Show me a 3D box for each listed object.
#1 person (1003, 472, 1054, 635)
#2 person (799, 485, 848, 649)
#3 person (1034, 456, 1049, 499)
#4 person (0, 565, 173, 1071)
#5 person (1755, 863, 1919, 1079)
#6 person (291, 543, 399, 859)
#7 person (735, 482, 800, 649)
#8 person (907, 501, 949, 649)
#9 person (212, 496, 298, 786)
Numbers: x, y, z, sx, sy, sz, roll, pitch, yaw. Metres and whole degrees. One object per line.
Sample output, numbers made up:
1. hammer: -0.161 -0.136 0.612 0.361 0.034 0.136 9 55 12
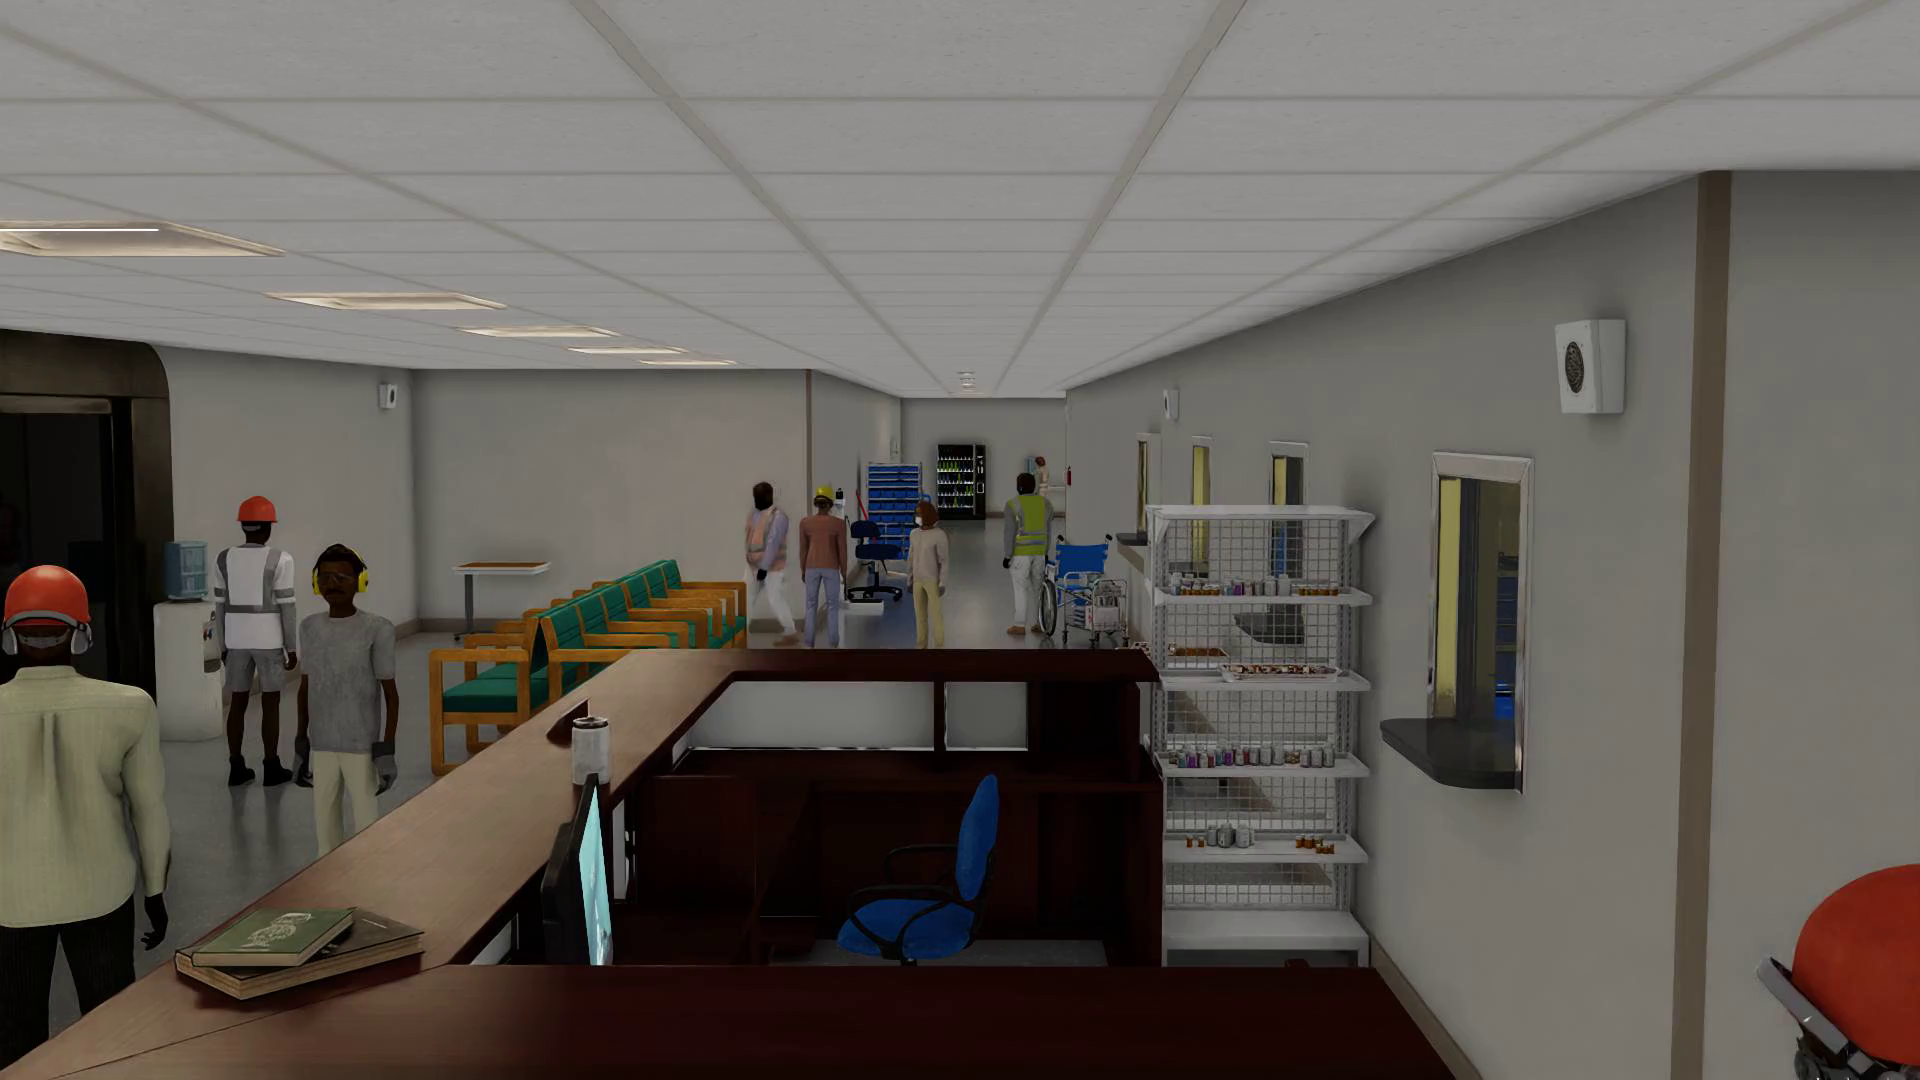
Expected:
1. person: 0.752 0.157 18.862 0.621 1.845 0.430 -2 5 -28
2. person: -1.420 0.311 17.307 0.521 1.758 0.346 1 4 10
3. person: 1.829 -1.061 37.355 0.314 1.639 0.514 3 5 34
4. person: -2.701 1.070 4.976 0.622 1.992 0.396 -3 5 -32
5. person: 0.932 1.309 1.709 0.407 1.985 0.621 1 4 19
6. person: -2.785 0.950 7.501 0.532 1.876 0.319 1 4 14
7. person: -2.054 0.272 17.677 0.635 1.794 0.835 3 5 40
8. person: -0.331 0.427 16.509 0.507 1.631 0.266 4 6 42
9. person: -4.673 0.671 11.082 0.546 1.929 0.392 0 4 3
